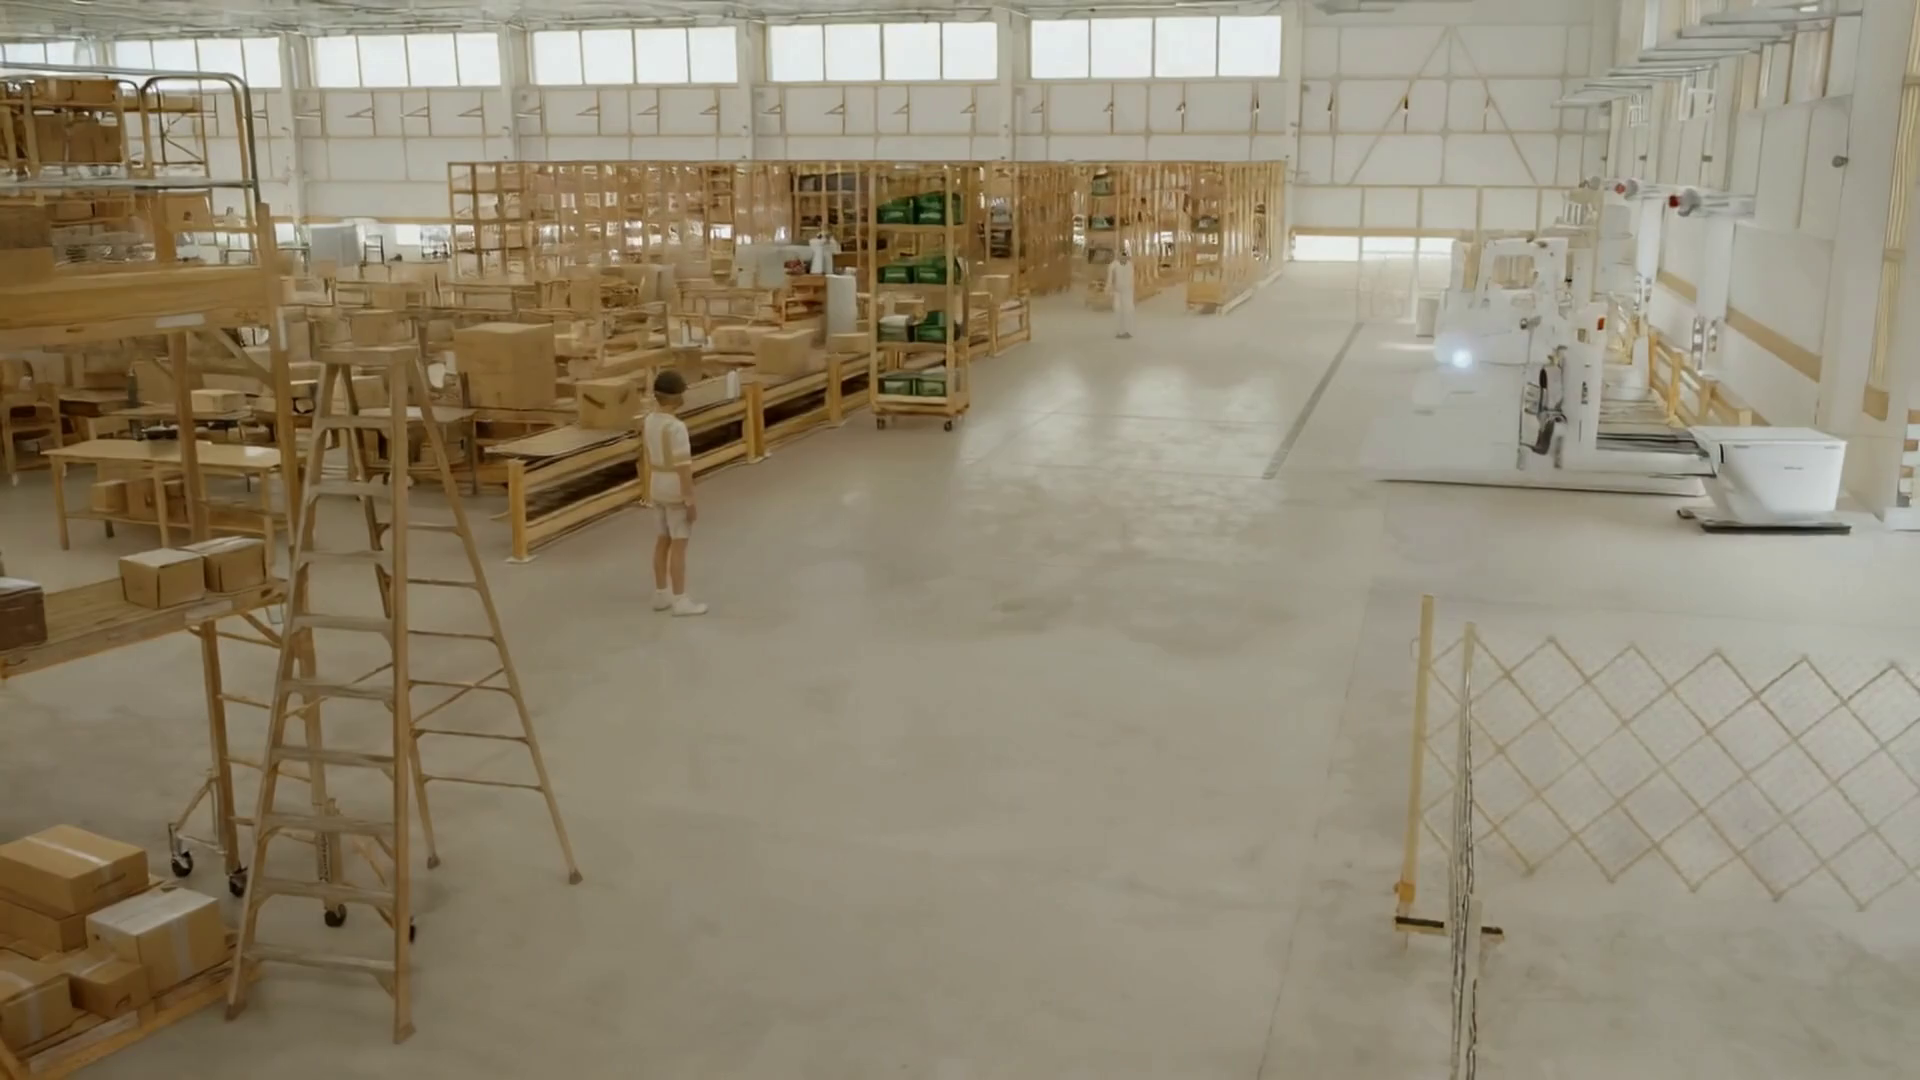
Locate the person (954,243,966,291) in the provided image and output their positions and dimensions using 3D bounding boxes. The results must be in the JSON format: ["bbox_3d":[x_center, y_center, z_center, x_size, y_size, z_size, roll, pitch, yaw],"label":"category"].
[{"bbox_3d":[-0.037,-5.830,37.802,0.596,1.808,0.740,-10,16,-37],"label":"person"}]

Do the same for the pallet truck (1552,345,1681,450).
[{"bbox_3d":[8.641,-1.896,21.908,1.630,1.274,0.653,4,14,16],"label":"pallet truck"}]

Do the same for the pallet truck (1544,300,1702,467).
[{"bbox_3d":[8.263,-1.952,20.631,1.885,1.965,0.823,5,14,20],"label":"pallet truck"}]

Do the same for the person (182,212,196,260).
[{"bbox_3d":[-27.774,-10.927,59.909,0.533,1.765,0.325,4,14,18],"label":"person"}]

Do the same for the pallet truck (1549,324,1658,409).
[{"bbox_3d":[9.824,-2.669,25.407,1.601,1.201,0.680,4,14,16],"label":"pallet truck"}]

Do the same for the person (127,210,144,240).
[{"bbox_3d":[-28.000,-10.202,56.415,0.573,1.921,0.512,4,14,18],"label":"person"}]

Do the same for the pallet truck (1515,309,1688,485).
[{"bbox_3d":[7.554,-1.677,19.446,1.885,1.965,0.823,3,13,14],"label":"pallet truck"}]

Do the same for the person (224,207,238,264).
[{"bbox_3d":[-25.617,-10.716,58.492,0.395,1.992,0.622,2,13,9],"label":"person"}]

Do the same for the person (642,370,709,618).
[{"bbox_3d":[-2.358,-0.381,13.741,0.368,2.045,0.614,-11,17,-39],"label":"person"}]

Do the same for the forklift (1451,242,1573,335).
[{"bbox_3d":[10.464,-4.597,31.405,2.680,1.987,1.157,4,14,16],"label":"forklift"}]

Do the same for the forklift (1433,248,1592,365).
[{"bbox_3d":[9.780,-4.111,29.280,2.680,1.987,1.157,3,13,14],"label":"forklift"}]

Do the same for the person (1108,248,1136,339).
[{"bbox_3d":[3.373,-5.089,34.428,0.648,1.890,0.520,-5,14,-21],"label":"person"}]

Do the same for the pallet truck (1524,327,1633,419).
[{"bbox_3d":[9.065,-2.460,24.370,1.522,1.261,0.704,3,13,14],"label":"pallet truck"}]
